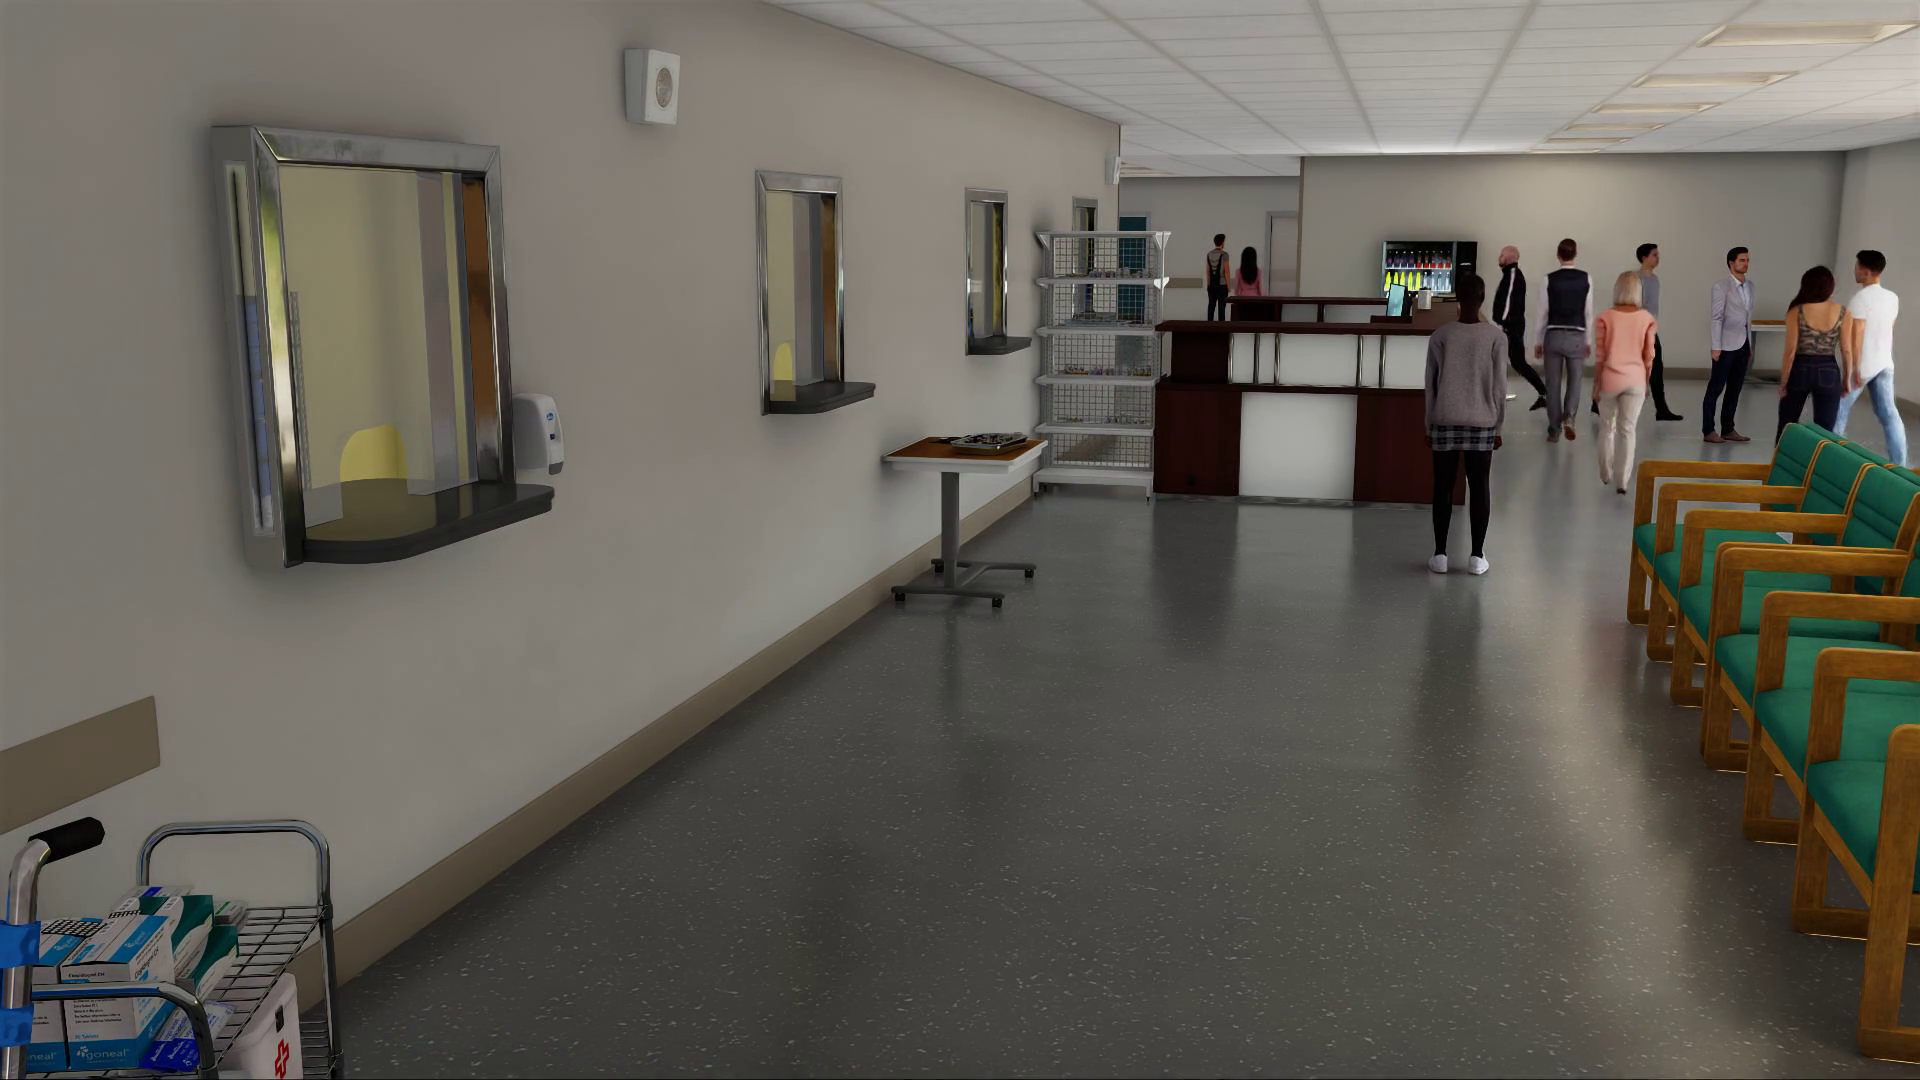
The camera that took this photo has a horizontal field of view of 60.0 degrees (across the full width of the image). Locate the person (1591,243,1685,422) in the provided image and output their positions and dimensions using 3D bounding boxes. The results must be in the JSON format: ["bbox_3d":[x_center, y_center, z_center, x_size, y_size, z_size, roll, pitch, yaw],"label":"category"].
[{"bbox_3d":[7.004,-2.132,17.361,1.167,1.821,1.298,-8,13,-36],"label":"person"}]

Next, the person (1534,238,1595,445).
[{"bbox_3d":[5.690,-1.856,15.630,0.603,1.923,0.738,3,11,17],"label":"person"}]

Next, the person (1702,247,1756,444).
[{"bbox_3d":[7.366,-1.869,15.892,0.744,1.852,0.821,-5,12,-26],"label":"person"}]

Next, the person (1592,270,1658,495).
[{"bbox_3d":[5.001,-1.138,12.554,1.157,1.661,0.701,4,11,19],"label":"person"}]

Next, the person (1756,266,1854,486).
[{"bbox_3d":[6.321,-1.124,12.259,0.795,1.743,0.818,5,12,25],"label":"person"}]

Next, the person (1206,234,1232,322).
[{"bbox_3d":[4.810,-4.754,30.997,0.635,1.889,0.776,8,13,36],"label":"person"}]

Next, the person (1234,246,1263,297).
[{"bbox_3d":[4.302,-3.494,24.836,1.056,1.710,0.632,3,11,14],"label":"person"}]

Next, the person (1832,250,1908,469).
[{"bbox_3d":[7.306,-1.341,13.239,1.256,1.804,1.127,-3,11,-13],"label":"person"}]

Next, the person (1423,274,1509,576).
[{"bbox_3d":[2.989,-0.687,9.877,0.453,1.772,0.673,3,11,15],"label":"person"}]
